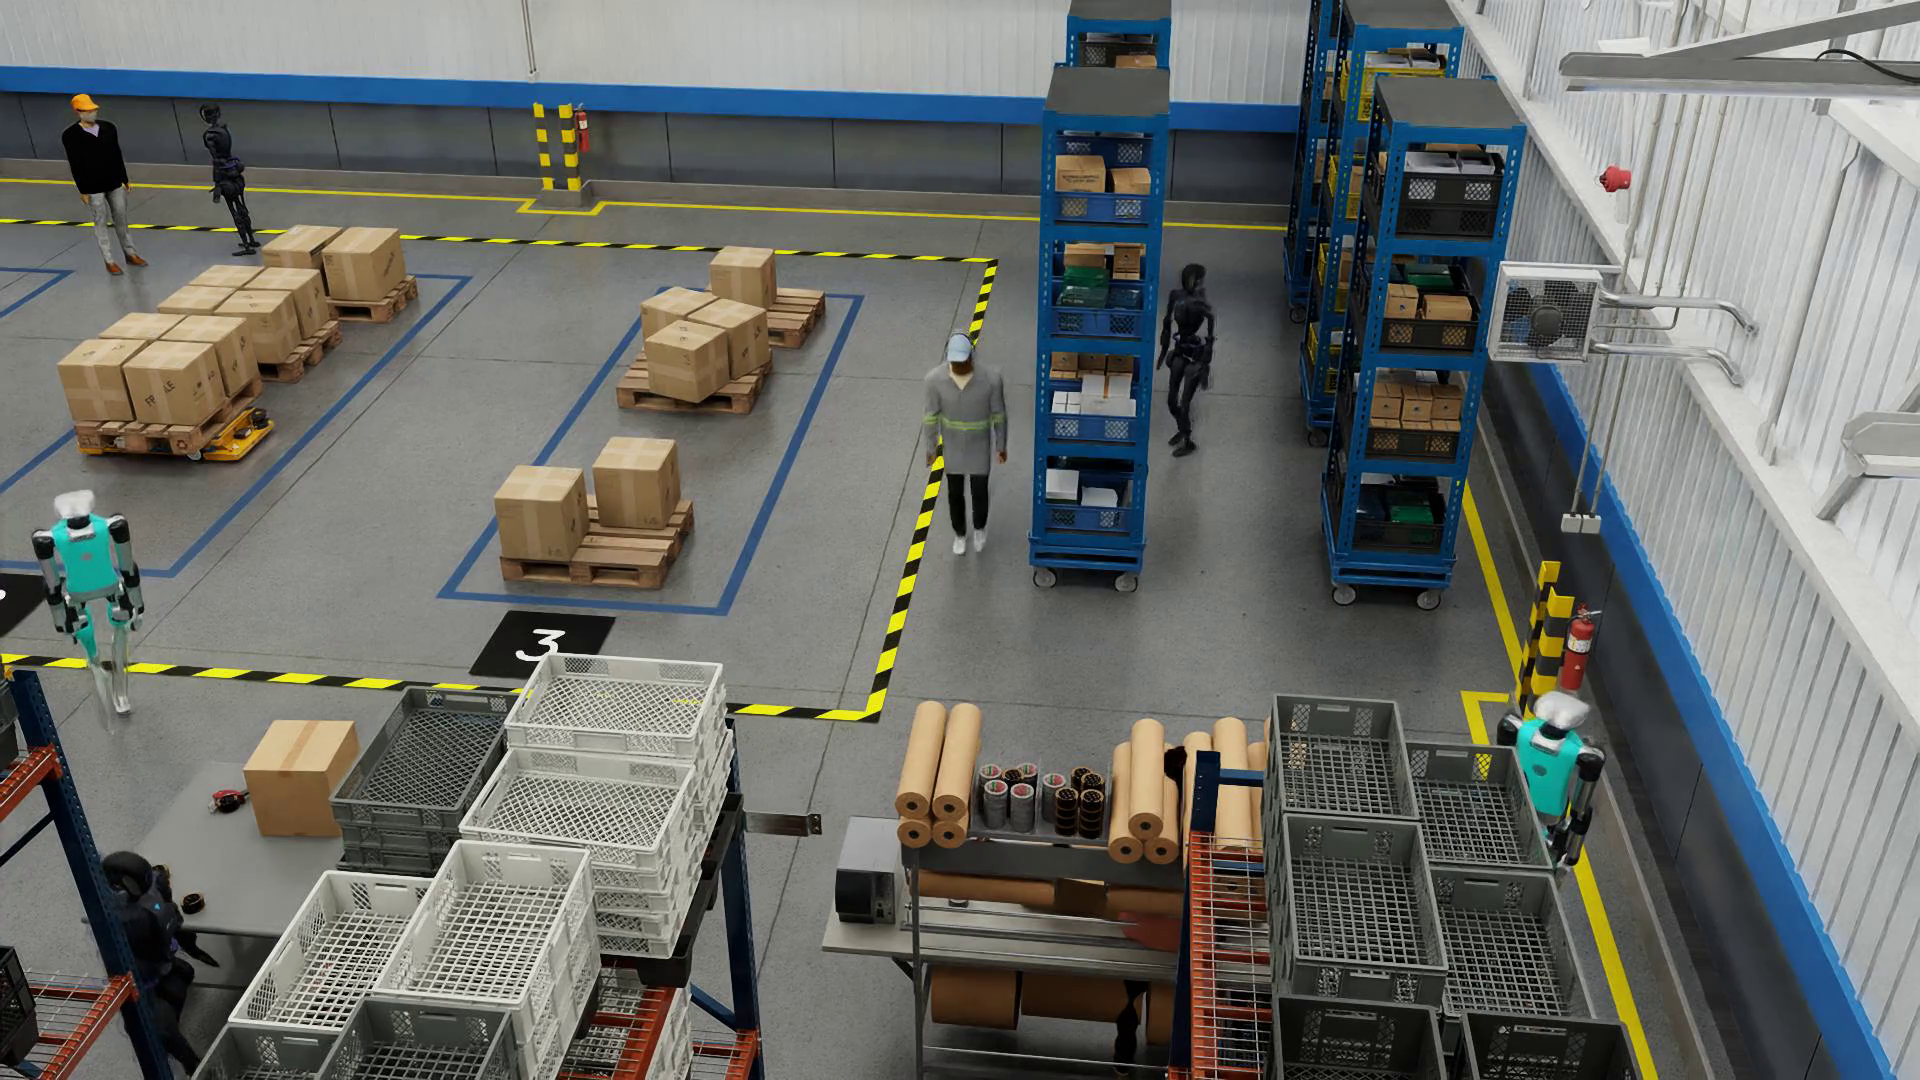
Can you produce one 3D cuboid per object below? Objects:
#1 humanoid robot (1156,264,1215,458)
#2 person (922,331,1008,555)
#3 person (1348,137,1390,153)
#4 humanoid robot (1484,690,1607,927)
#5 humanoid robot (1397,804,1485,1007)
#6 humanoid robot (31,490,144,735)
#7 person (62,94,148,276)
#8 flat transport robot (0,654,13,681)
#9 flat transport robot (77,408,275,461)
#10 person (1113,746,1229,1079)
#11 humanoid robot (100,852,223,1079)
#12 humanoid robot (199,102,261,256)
[{"bbox_3d":[1.859,-1.513,13.865,0.433,1.646,0.596,-21,36,-31],"label":"humanoid robot"},{"bbox_3d":[0.035,-0.702,12.310,0.635,1.842,0.474,4,30,6],"label":"person"},{"bbox_3d":[4.257,-3.703,17.374,0.370,1.940,0.627,-24,38,-35],"label":"person"},{"bbox_3d":[3.047,1.458,8.672,0.537,1.757,0.683,21,36,32],"label":"humanoid robot"},{"bbox_3d":[2.358,1.795,8.189,0.590,1.645,0.335,3,30,5],"label":"humanoid robot"},{"bbox_3d":[-5.458,0.416,10.536,0.557,1.814,0.787,-18,35,-28],"label":"humanoid robot"},{"bbox_3d":[-9.014,-3.746,17.503,0.361,1.884,0.587,18,35,28],"label":"person"},{"bbox_3d":[-7.142,0.969,11.010,1.431,0.231,0.659,3,30,6],"label":"flat transport robot"},{"bbox_3d":[-6.728,-0.944,14.268,1.431,0.197,0.652,3,30,6],"label":"flat transport robot"},{"bbox_3d":[0.981,1.812,7.884,0.603,1.957,0.369,9,31,15],"label":"person"},{"bbox_3d":[-3.673,2.072,7.742,0.766,1.634,0.599,1,30,2],"label":"humanoid robot"},{"bbox_3d":[-7.919,-3.909,17.973,0.315,1.656,0.599,-2,30,-4],"label":"humanoid robot"}]
